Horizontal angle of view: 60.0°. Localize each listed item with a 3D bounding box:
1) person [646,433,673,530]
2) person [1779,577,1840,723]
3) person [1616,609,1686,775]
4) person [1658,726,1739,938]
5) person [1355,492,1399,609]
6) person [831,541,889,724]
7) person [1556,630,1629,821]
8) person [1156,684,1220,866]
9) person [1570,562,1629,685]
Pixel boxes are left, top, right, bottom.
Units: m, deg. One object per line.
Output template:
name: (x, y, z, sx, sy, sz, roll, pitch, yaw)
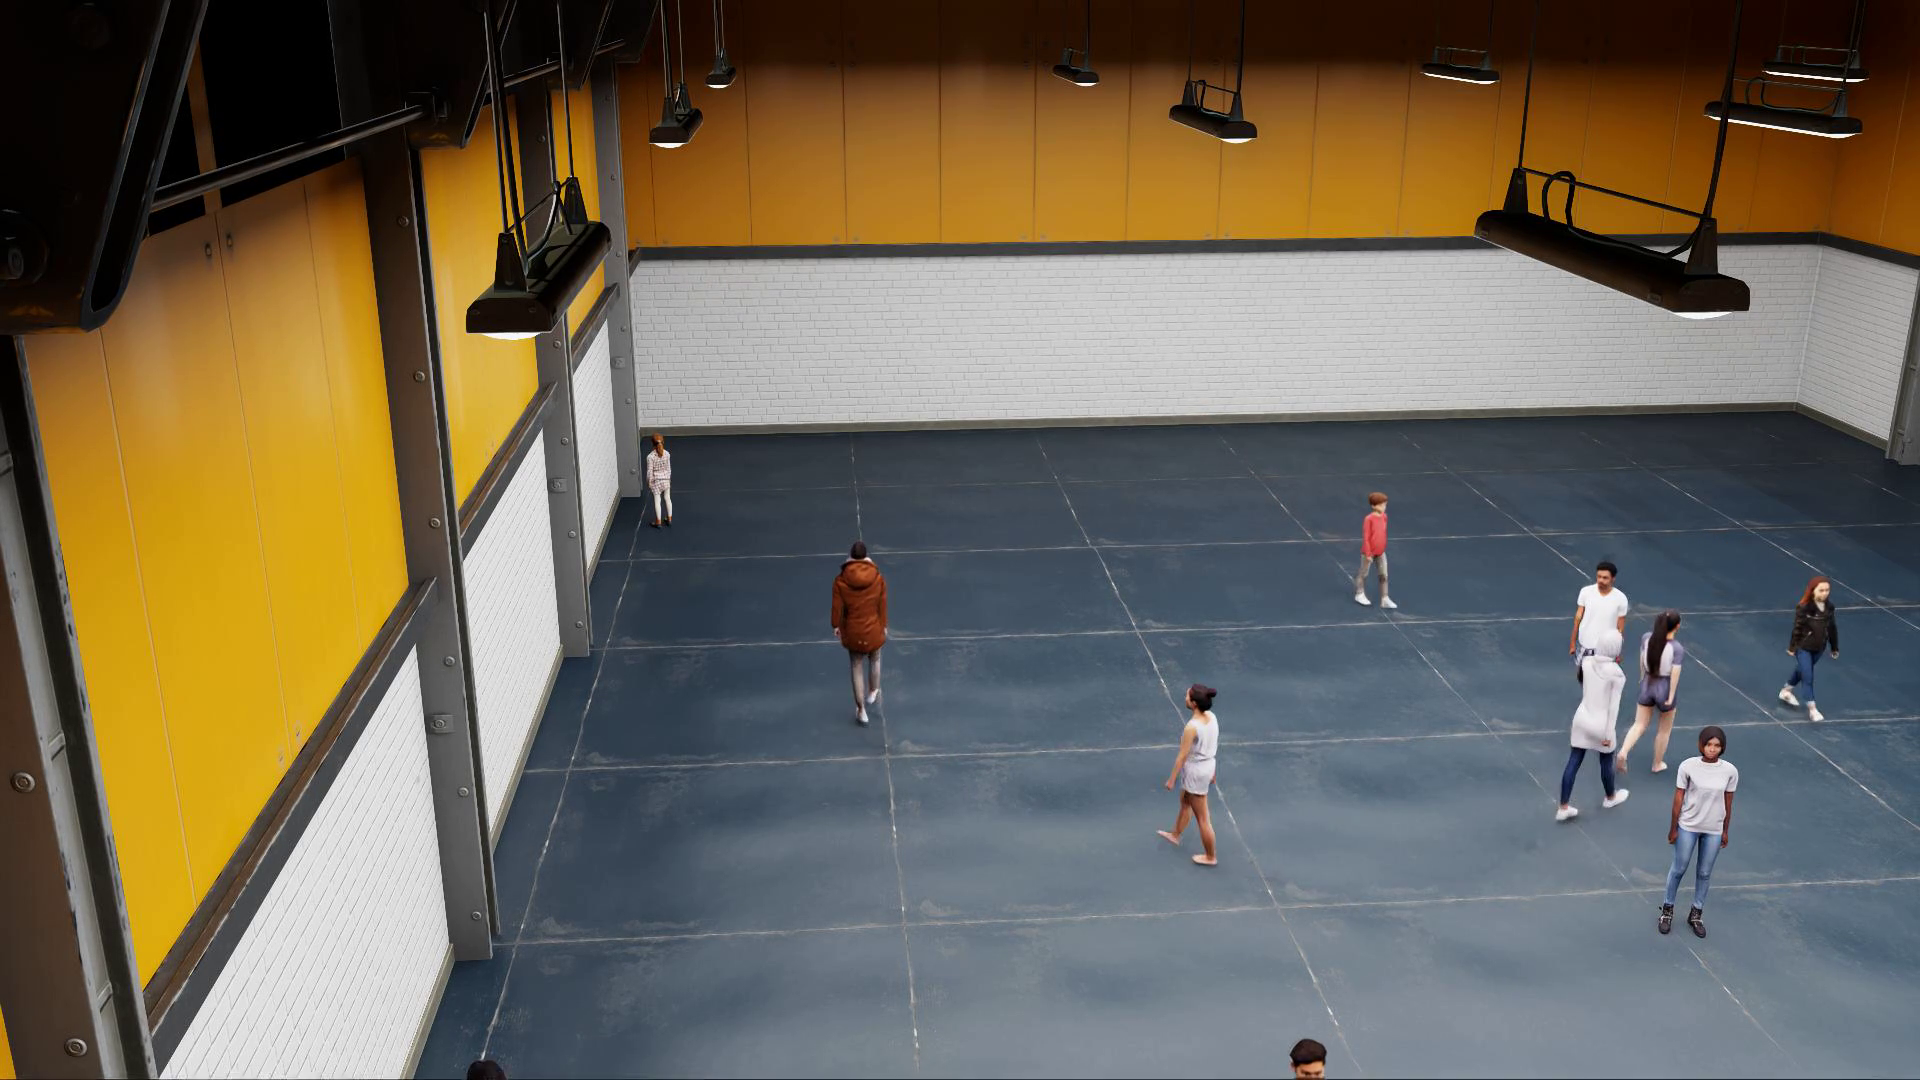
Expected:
person: (-4.056, -0.815, 22.472, 0.625, 1.312, 0.664, -15, 24, -37)
person: (8.511, 1.051, 16.732, 0.645, 1.441, 0.974, -4, 19, -11)
person: (6.371, 1.430, 15.310, 0.911, 1.629, 0.918, -13, 22, -33)
person: (5.685, 2.230, 12.795, 0.643, 1.719, 0.613, 4, 19, 11)
person: (4.821, 0.106, 19.608, 0.694, 1.396, 0.885, -8, 20, -23)
person: (-0.953, 0.941, 16.483, 0.736, 1.807, 0.964, -3, 19, -8)
person: (5.461, 1.646, 14.488, 1.001, 1.744, 1.075, -12, 22, -32)
person: (2.040, 1.967, 13.778, 0.951, 1.590, 0.902, 13, 23, 35)
person: (6.312, 1.020, 16.403, 1.033, 1.709, 1.098, 14, 23, 36)
